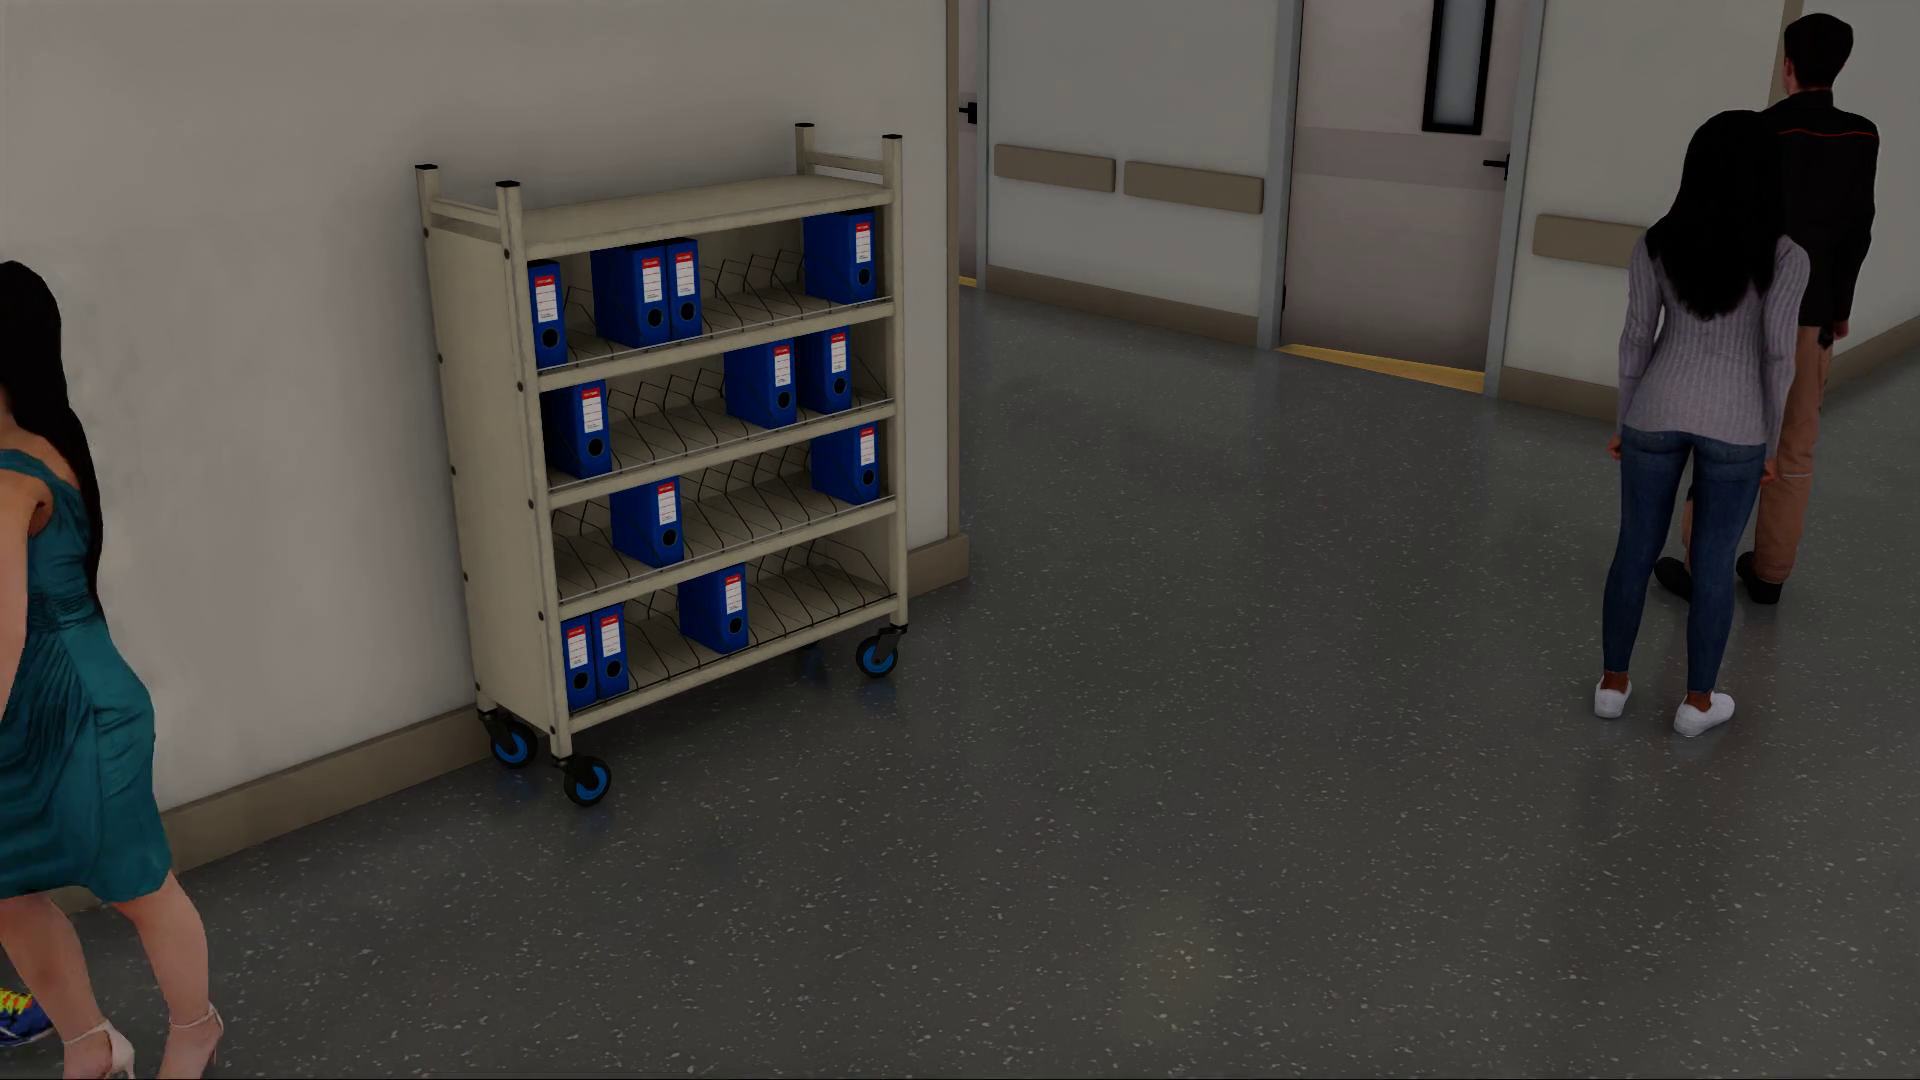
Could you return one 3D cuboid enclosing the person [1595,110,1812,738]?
[{"bbox_3d":[2.022,-0.300,4.593,0.635,1.735,0.567,15,25,34],"label":"person"}]

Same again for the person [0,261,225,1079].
[{"bbox_3d":[-1.571,0.315,3.057,0.517,1.674,0.615,18,27,40],"label":"person"}]

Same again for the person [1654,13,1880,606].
[{"bbox_3d":[2.633,-0.712,5.414,0.768,1.924,0.853,-2,21,-5],"label":"person"}]
